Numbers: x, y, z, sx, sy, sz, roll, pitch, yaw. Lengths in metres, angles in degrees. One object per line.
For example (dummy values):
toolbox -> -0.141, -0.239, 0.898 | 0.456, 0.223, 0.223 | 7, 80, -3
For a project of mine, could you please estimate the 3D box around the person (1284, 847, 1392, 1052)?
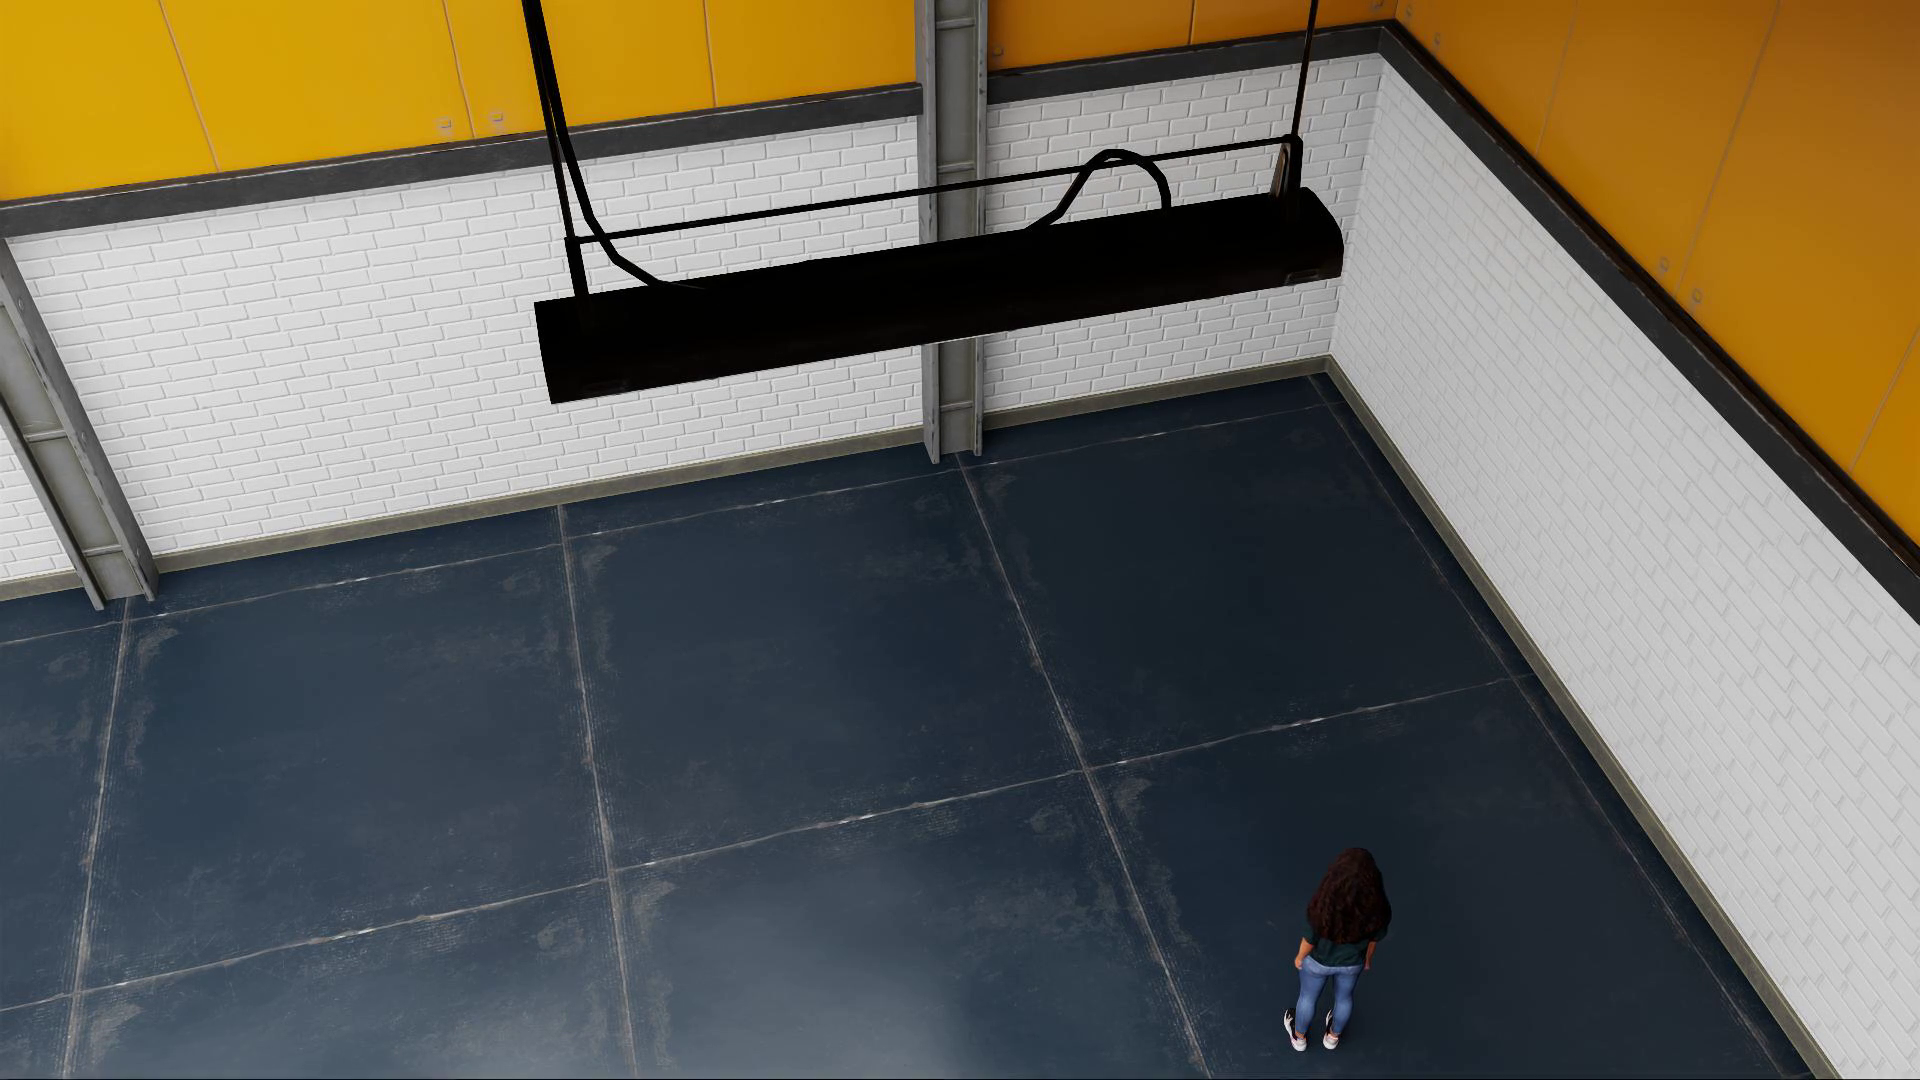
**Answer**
person -> 1.948, 2.145, 8.639 | 0.622, 1.615, 0.729 | 1, 44, 1
